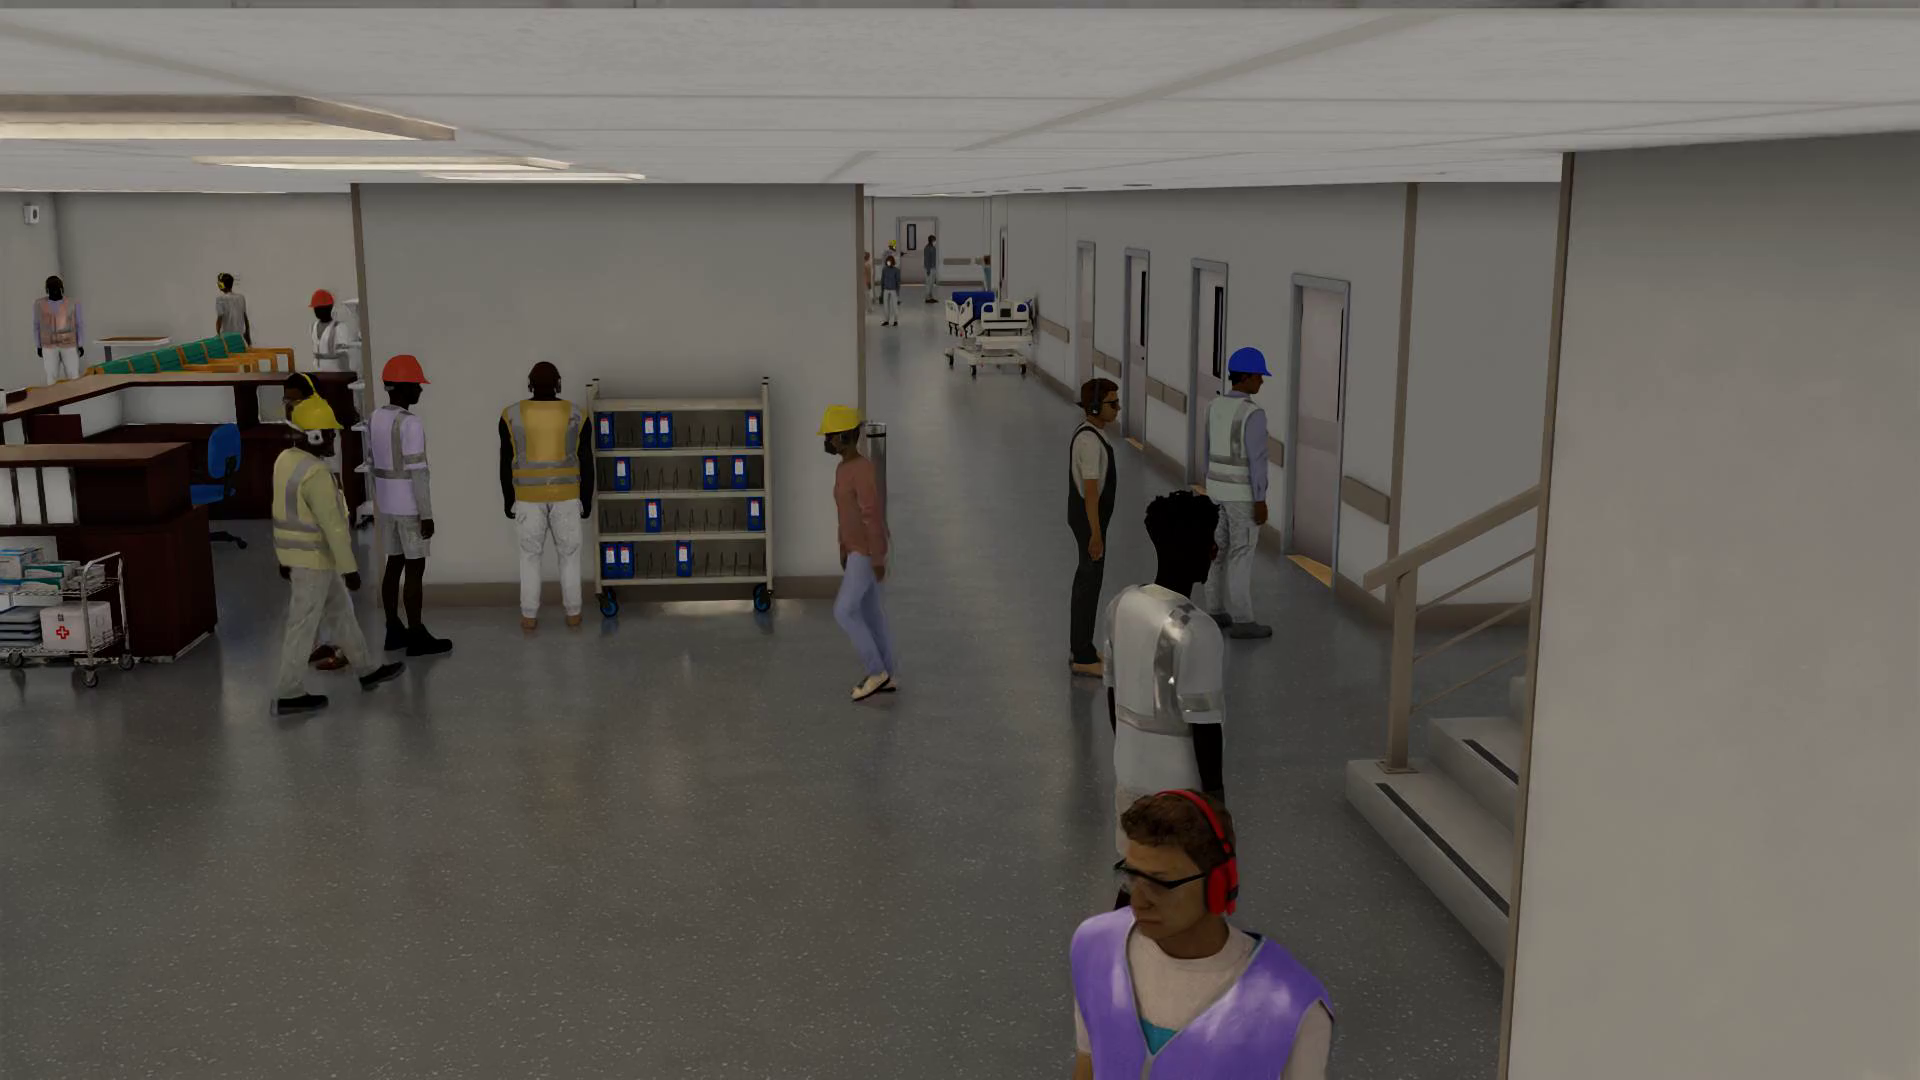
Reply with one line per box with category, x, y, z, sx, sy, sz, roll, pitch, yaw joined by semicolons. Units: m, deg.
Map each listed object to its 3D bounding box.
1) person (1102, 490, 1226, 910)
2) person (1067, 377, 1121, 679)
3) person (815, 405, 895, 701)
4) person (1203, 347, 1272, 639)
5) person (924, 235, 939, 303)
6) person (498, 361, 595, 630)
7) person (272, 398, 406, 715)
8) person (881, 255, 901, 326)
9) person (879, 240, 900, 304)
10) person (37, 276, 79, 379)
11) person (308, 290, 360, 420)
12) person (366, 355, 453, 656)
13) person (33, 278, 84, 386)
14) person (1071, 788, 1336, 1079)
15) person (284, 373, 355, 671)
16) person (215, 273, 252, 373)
person;0.716;0.796;5.652;0.362;1.965;0.612;-6;13;-26
person;0.824;-0.081;10.229;0.330;1.844;0.519;0;12;2
person;-0.590;0.075;9.725;0.484;1.734;0.544;-3;12;-16
person;1.858;-0.314;11.137;0.402;1.943;0.605;-5;13;-25
person;-0.837;-7.697;47.269;0.382;1.928;0.636;3;12;16
person;-2.810;-0.300;11.354;0.628;1.837;0.429;-3;12;-15
person;-3.590;0.079;9.567;0.868;1.792;0.627;-8;14;-36
person;-1.617;-5.799;38.693;0.501;1.636;0.280;5;13;23
person;-1.970;-7.462;46.414;0.599;1.807;0.705;6;13;29
person;-12.716;-2.788;23.457;0.520;1.856;0.333;-5;13;-24
person;-7.166;-1.923;19.113;0.549;1.912;0.871;6;13;27
person;-3.554;-0.225;10.718;0.552;1.932;0.377;10;15;39
person;-12.446;-2.690;22.994;0.623;1.847;0.429;-4;12;-19
person;0.455;1.355;3.244;0.583;1.841;0.387;10;15;41
person;-3.998;-0.115;10.375;0.516;1.861;0.321;11;16;43
person;-10.670;-2.973;24.360;0.460;1.849;0.546;6;13;26
